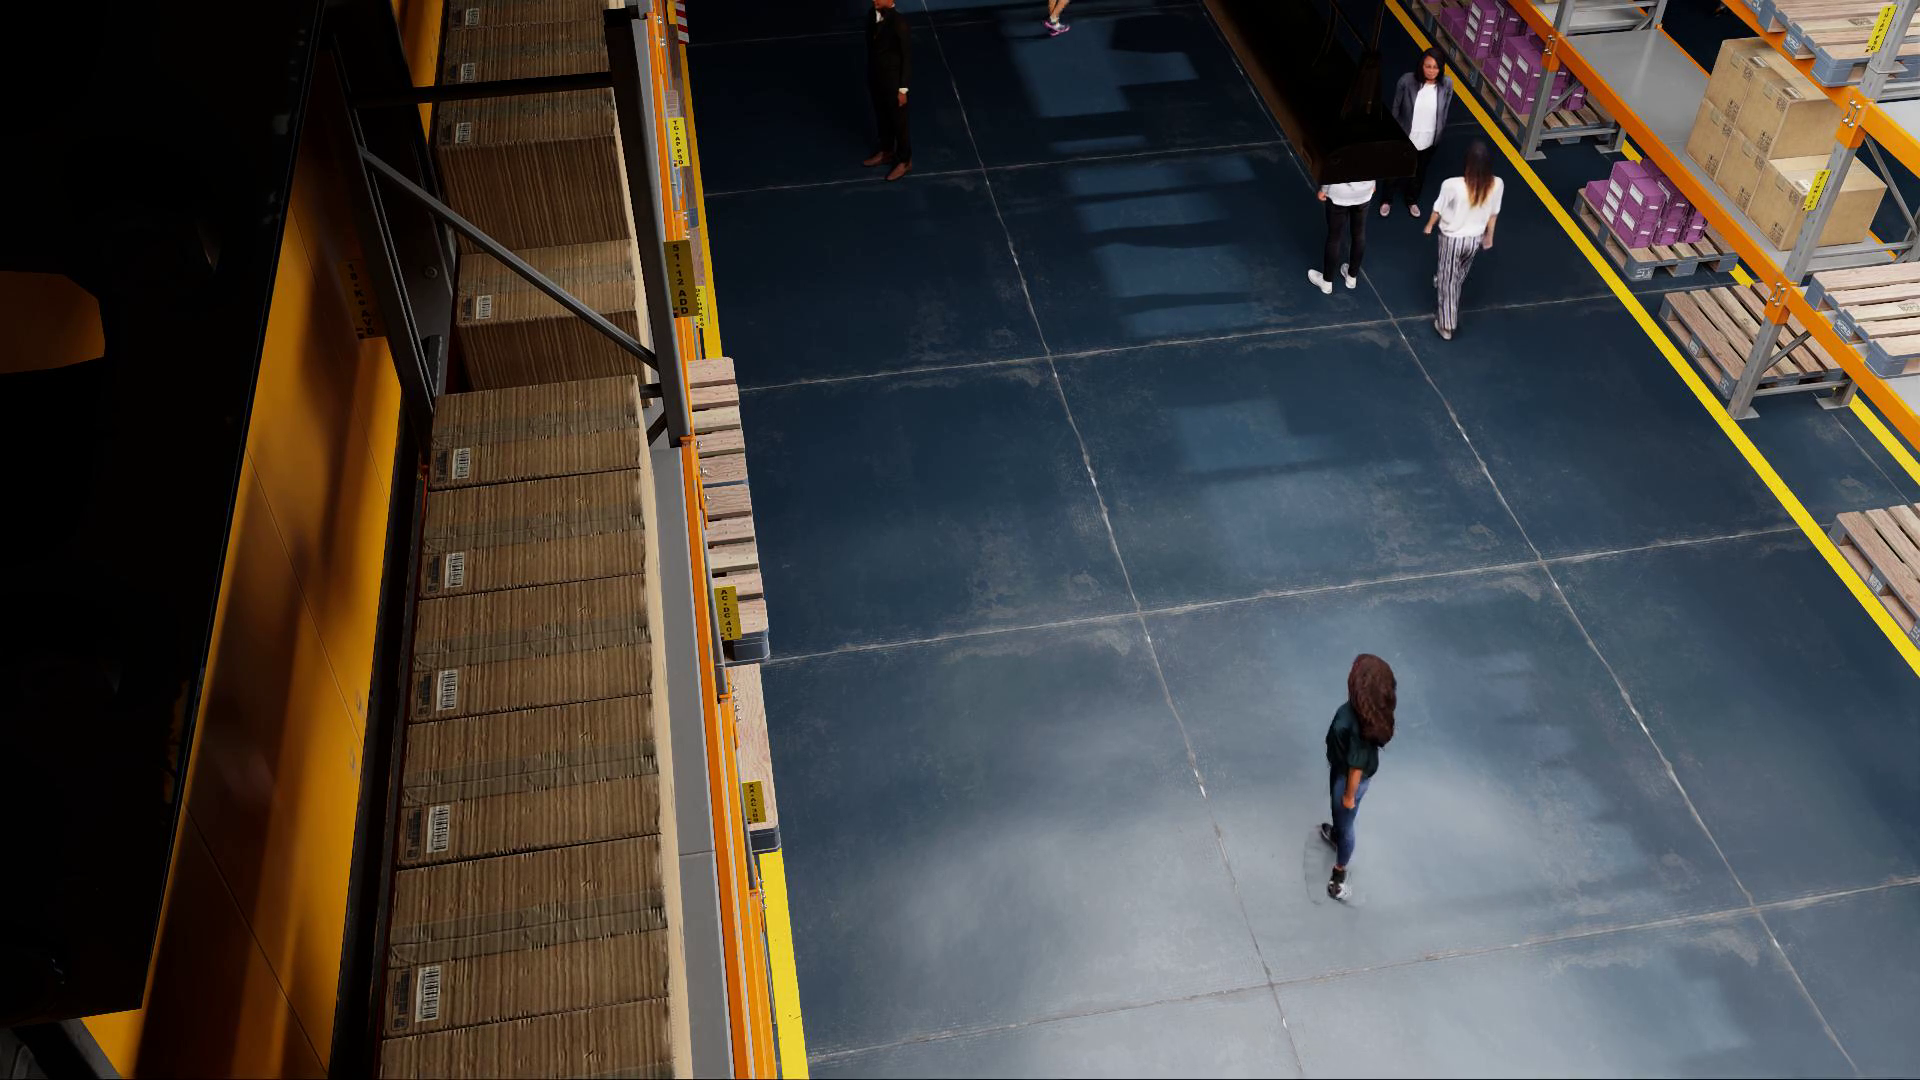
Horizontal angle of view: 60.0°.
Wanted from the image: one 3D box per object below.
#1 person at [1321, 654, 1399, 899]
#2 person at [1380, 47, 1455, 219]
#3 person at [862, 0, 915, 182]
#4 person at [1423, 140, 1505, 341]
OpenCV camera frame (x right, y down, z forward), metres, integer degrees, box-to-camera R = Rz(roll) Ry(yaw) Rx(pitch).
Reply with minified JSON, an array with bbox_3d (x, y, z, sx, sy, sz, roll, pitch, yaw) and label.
[{"bbox_3d":[2.291,1.358,9.637,0.924,1.591,0.732,4,44,4],"label":"person"},{"bbox_3d":[4.083,-3.640,14.879,0.723,1.597,0.720,1,44,1],"label":"person"},{"bbox_3d":[-0.647,-4.244,15.291,0.846,1.904,0.726,-29,51,-27],"label":"person"},{"bbox_3d":[4.104,-2.403,13.552,0.679,1.637,1.009,-8,44,-8],"label":"person"}]
